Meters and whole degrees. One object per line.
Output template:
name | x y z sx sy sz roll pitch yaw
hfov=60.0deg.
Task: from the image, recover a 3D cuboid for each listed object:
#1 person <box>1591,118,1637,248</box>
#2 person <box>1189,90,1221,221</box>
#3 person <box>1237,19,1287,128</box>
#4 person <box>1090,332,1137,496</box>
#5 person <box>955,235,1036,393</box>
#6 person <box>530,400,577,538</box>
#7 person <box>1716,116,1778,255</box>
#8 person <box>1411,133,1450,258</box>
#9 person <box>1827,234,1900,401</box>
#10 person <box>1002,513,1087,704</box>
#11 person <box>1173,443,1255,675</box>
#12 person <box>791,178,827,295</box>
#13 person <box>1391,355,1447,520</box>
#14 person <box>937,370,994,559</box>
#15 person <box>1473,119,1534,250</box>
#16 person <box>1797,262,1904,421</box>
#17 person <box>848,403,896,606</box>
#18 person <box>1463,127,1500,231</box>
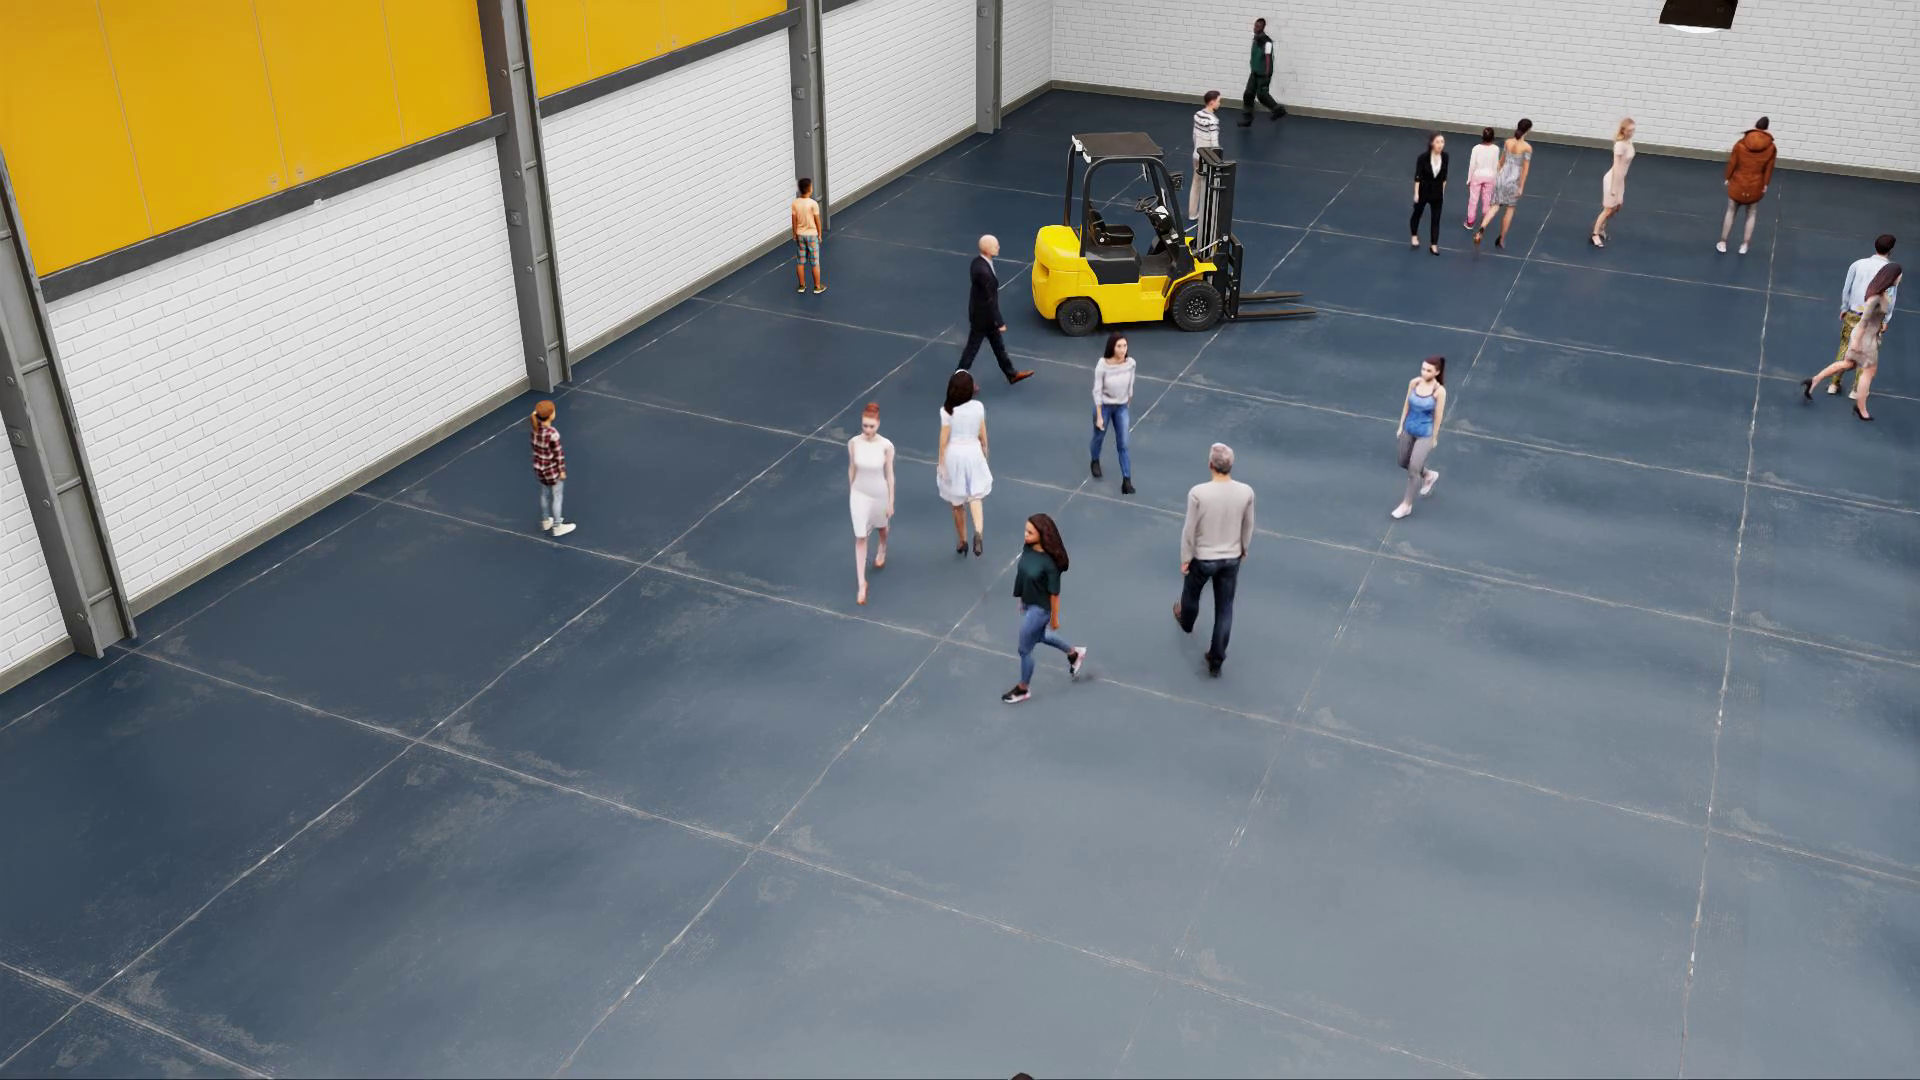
person | 8.757 -4.806 22.368 0.809 1.791 0.685 16 32 26
person | 3.436 -5.369 23.329 0.800 1.860 0.766 -13 31 -22
person | 5.113 -7.804 27.859 1.236 1.797 1.152 -10 30 -17
person | 1.414 -1.260 16.089 1.029 1.579 1.124 -8 30 -14
person | 0.159 -2.412 18.010 1.068 1.762 1.183 0 29 -1
person | -3.782 -0.668 15.295 0.583 1.301 0.569 24 36 36
person | 10.477 -4.727 22.178 0.731 1.835 0.716 10 30 17
person | 6.232 -4.629 22.230 0.961 1.614 1.170 -2 29 -4
person | 9.785 -2.423 17.980 0.707 1.810 0.752 -24 37 -37
person | 0.671 0.499 12.848 1.067 1.595 0.963 -13 31 -22
person | 2.035 0.195 13.122 1.131 1.867 1.293 -3 29 -6
person | -1.922 -3.830 20.923 0.568 1.461 0.549 6 29 11
person | 4.337 -1.002 15.597 0.992 1.598 0.837 -19 34 -31
person | 0.052 -0.588 14.629 0.951 1.797 1.032 -7 29 -12
person | 7.242 -4.682 22.136 0.889 1.796 1.072 25 37 37
person | 9.429 -2.111 17.512 0.697 1.711 0.980 14 32 24
person | -0.719 -0.375 14.298 0.802 1.742 1.162 4 29 8
person | 7.289 -5.059 23.197 0.590 1.442 0.575 4 29 8
